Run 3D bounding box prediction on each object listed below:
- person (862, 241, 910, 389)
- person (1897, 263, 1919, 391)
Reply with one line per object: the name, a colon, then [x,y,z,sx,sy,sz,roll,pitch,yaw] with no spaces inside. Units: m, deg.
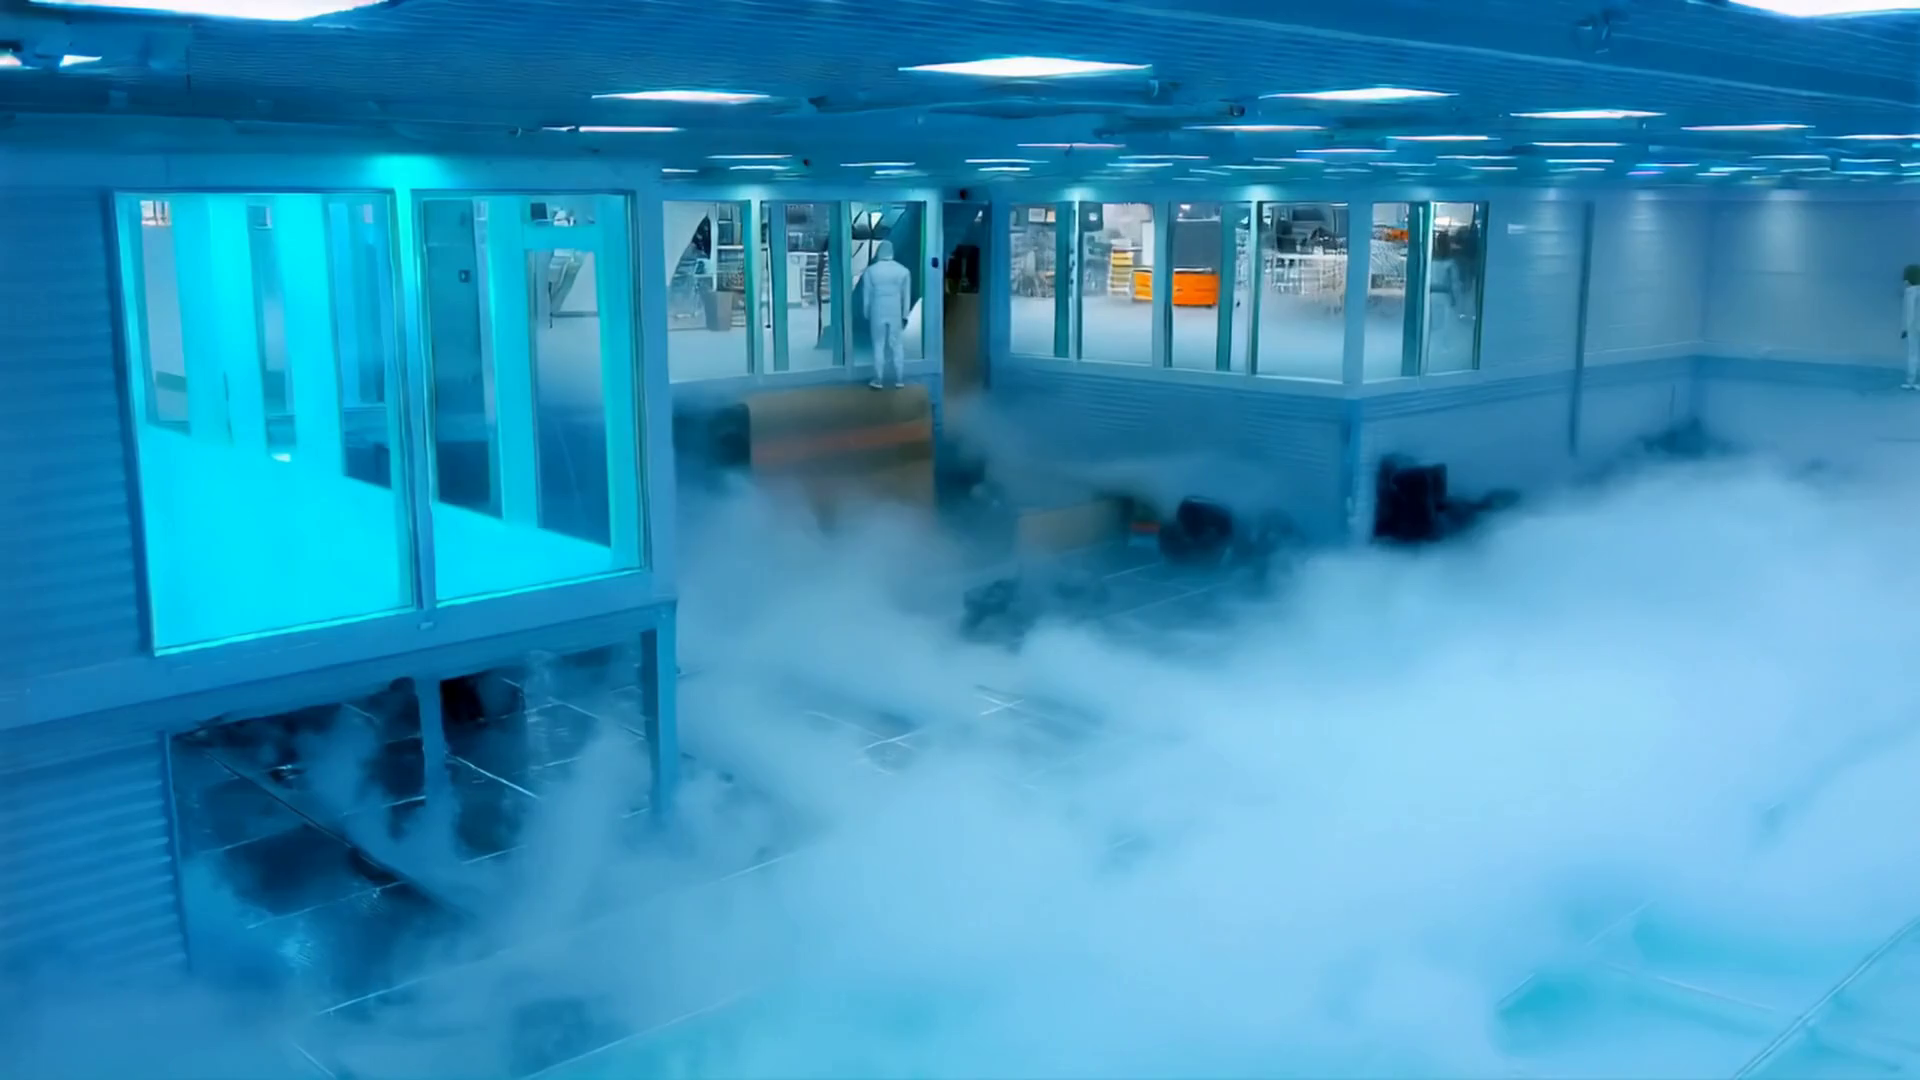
person: [-0.973,-2.920,21.594,0.652,1.906,0.402,-5,12,-23]
person: [12.247,-2.735,21.398,0.314,1.618,0.593,10,15,41]
